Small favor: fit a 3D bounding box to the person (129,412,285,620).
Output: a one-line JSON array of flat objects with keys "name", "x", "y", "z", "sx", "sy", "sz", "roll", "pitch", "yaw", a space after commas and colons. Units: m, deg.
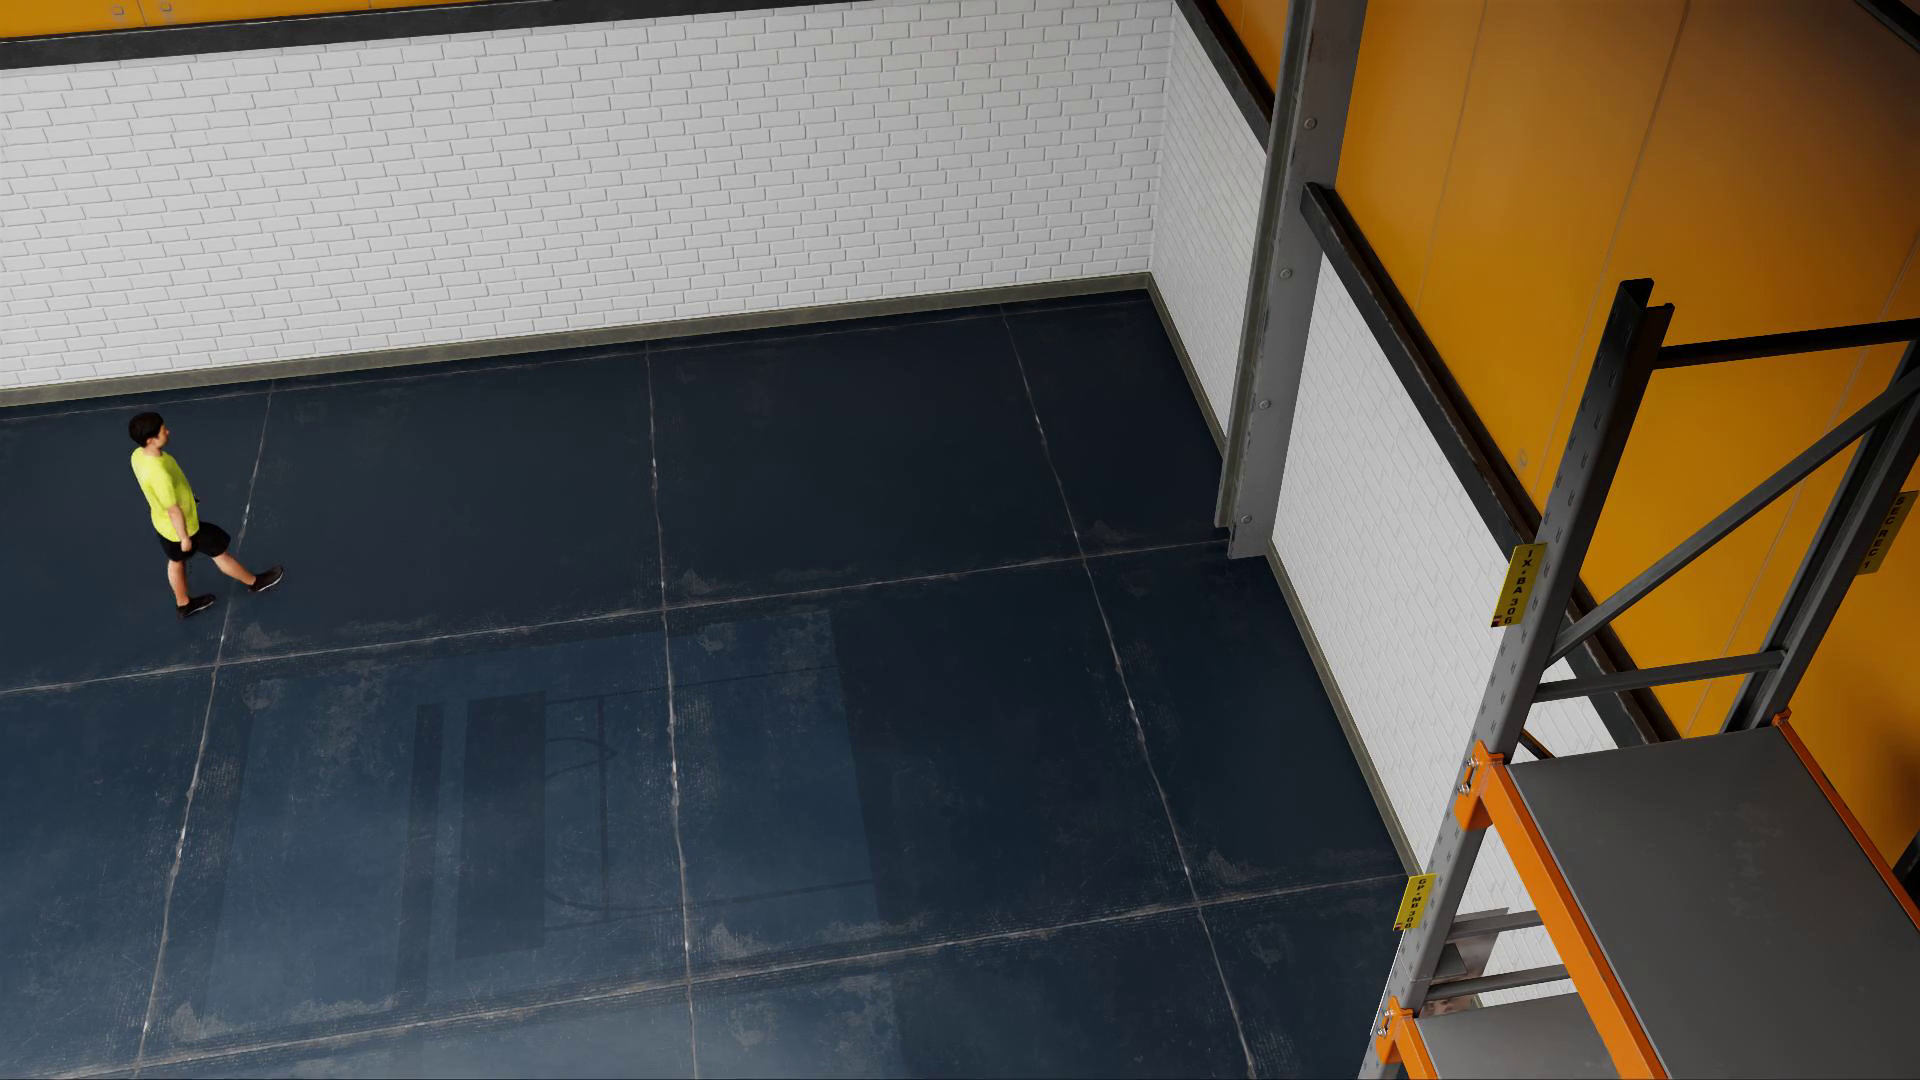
[{"name": "person", "x": -5.258, "y": -0.106, "z": 11.005, "sx": 0.999, "sy": 1.681, "sz": 1.007, "roll": -34, "pitch": 53, "yaw": -31}]
